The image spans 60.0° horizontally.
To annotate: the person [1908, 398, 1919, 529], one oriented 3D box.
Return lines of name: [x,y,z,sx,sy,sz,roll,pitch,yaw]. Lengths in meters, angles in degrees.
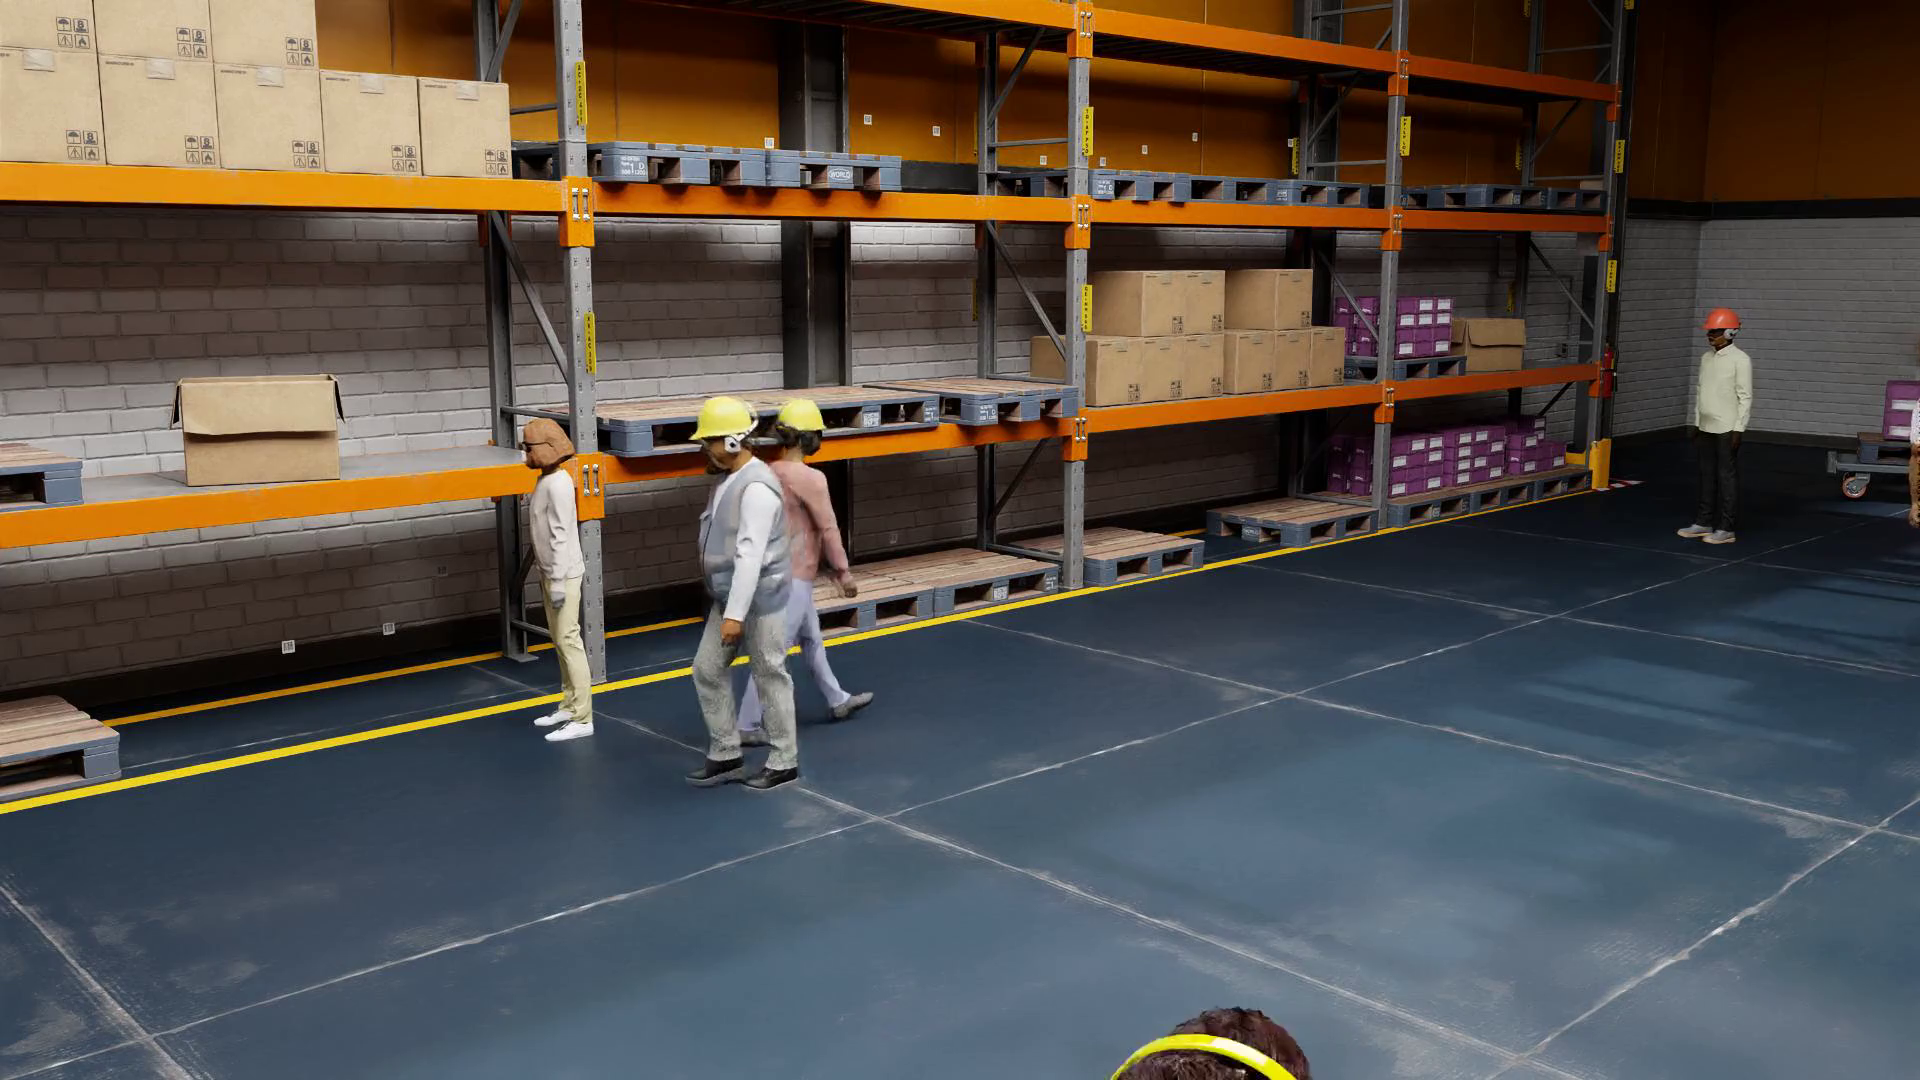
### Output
person: [6.075,-0.284,10.003,0.688,2.000,0.836,7,12,34]

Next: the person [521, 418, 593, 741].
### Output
person: [-2.052,0.193,8.431,0.285,1.626,0.493,-4,11,-23]

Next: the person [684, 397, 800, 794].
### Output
person: [-1.011,0.265,7.470,0.622,1.801,0.618,-5,11,-28]

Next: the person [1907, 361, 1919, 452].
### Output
person: [11.330,-1.759,19.107,0.553,1.879,1.033,-4,10,-21]

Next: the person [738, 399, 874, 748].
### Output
person: [-0.790,0.159,8.347,0.893,1.720,0.534,-6,12,-33]

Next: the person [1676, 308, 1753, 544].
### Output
person: [6.441,-0.968,14.139,0.395,1.994,0.612,-2,10,-11]

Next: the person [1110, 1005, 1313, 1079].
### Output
person: [0.119,1.293,1.355,0.520,1.846,0.757,4,10,21]
